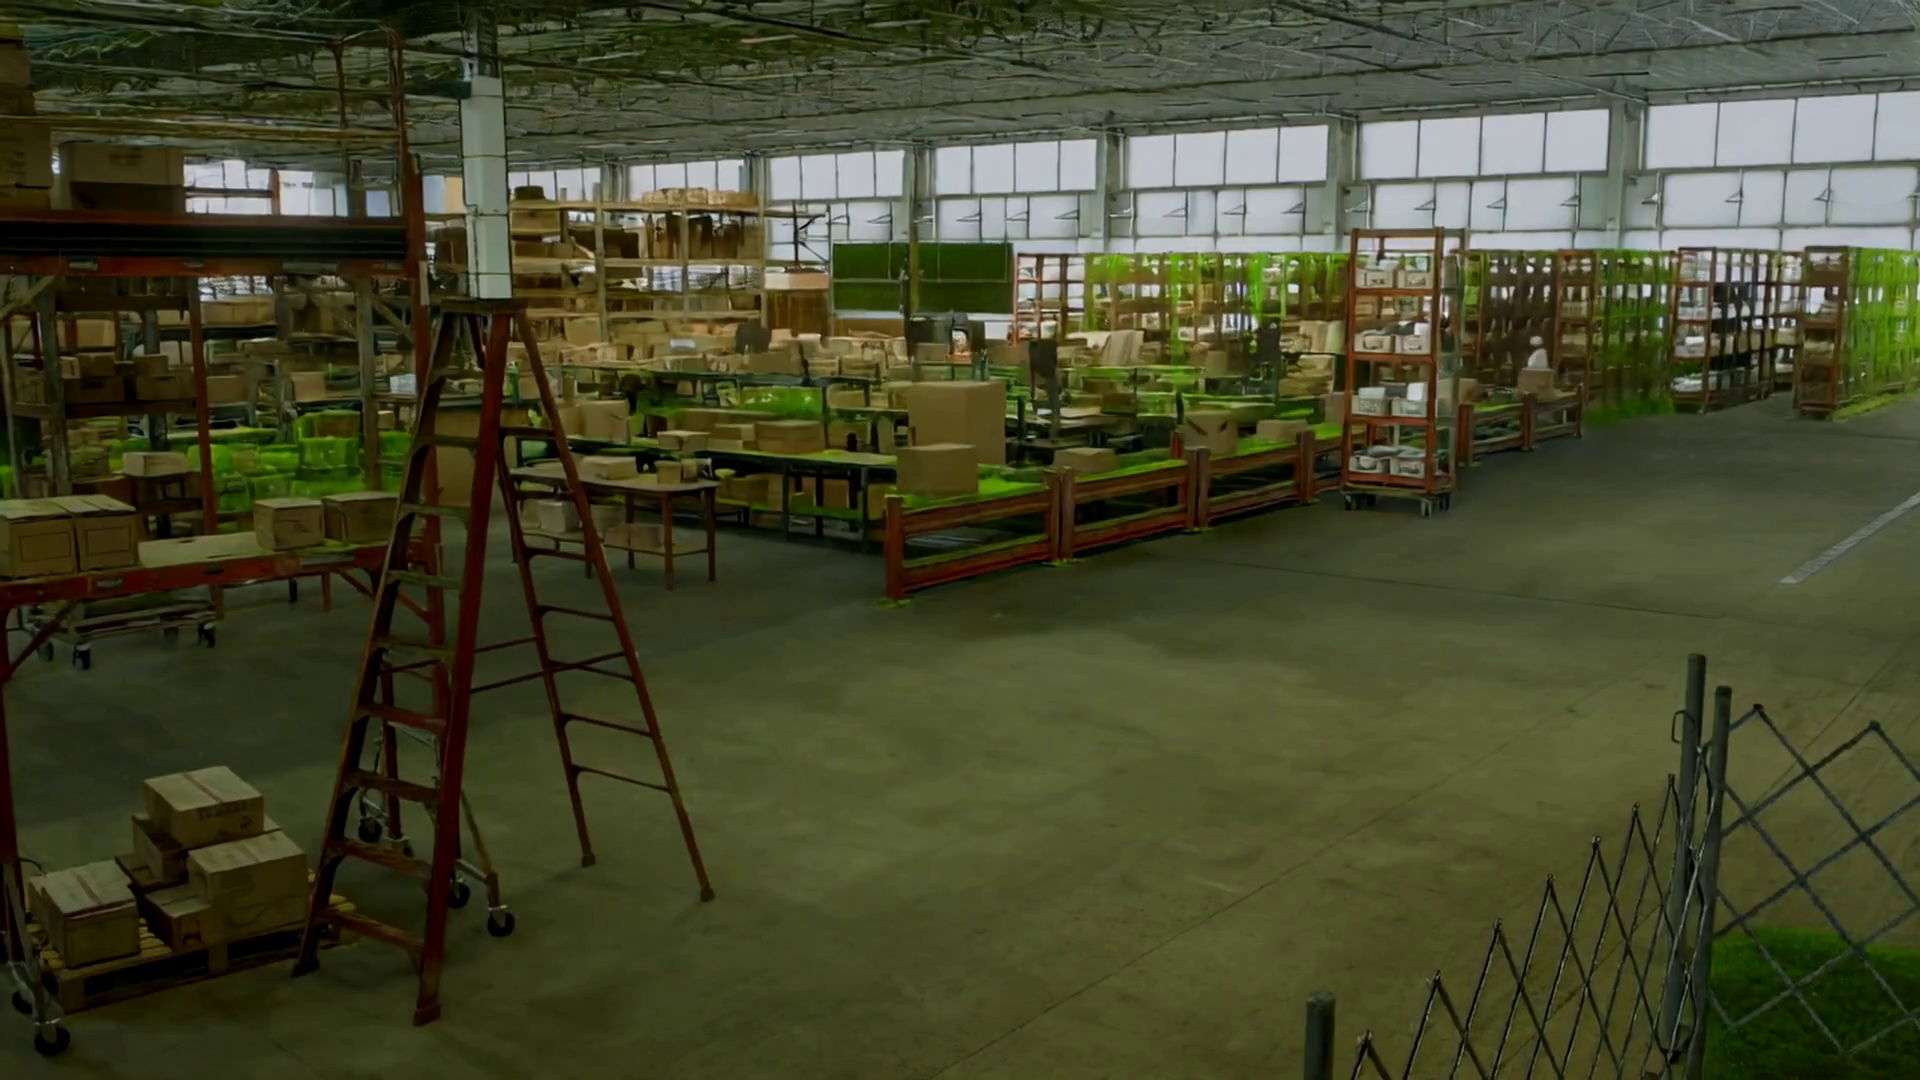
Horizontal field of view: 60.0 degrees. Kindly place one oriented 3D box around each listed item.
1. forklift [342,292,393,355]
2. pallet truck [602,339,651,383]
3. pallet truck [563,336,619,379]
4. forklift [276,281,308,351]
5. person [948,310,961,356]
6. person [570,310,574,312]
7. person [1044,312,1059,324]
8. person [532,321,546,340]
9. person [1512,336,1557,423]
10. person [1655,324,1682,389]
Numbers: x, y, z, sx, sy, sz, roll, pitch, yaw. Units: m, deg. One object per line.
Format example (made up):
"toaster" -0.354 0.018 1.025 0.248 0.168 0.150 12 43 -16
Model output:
"forklift" -16.485 -5.622 45.120 1.129 2.768 1.873 7 11 37
"pallet truck" -8.991 -4.871 45.351 0.653 1.274 1.630 7 11 37
"pallet truck" -10.690 -5.294 48.215 1.601 1.201 0.680 -5 10 -26
"forklift" -18.785 -5.898 46.843 1.129 2.768 1.873 7 11 37
"person" -0.180 -7.625 61.227 0.641 1.714 0.518 5 11 30
"person" -16.742 -9.246 71.152 0.625 1.786 0.990 4 10 22
"person" 2.926 -6.280 52.259 0.643 1.909 0.410 8 12 41
"person" -12.504 -5.665 49.269 0.500 1.633 0.279 3 10 18
"person" 11.742 -3.253 33.808 0.918 1.779 0.611 1 9 6
"person" 18.129 -4.645 42.418 0.834 1.802 0.603 8 12 41
